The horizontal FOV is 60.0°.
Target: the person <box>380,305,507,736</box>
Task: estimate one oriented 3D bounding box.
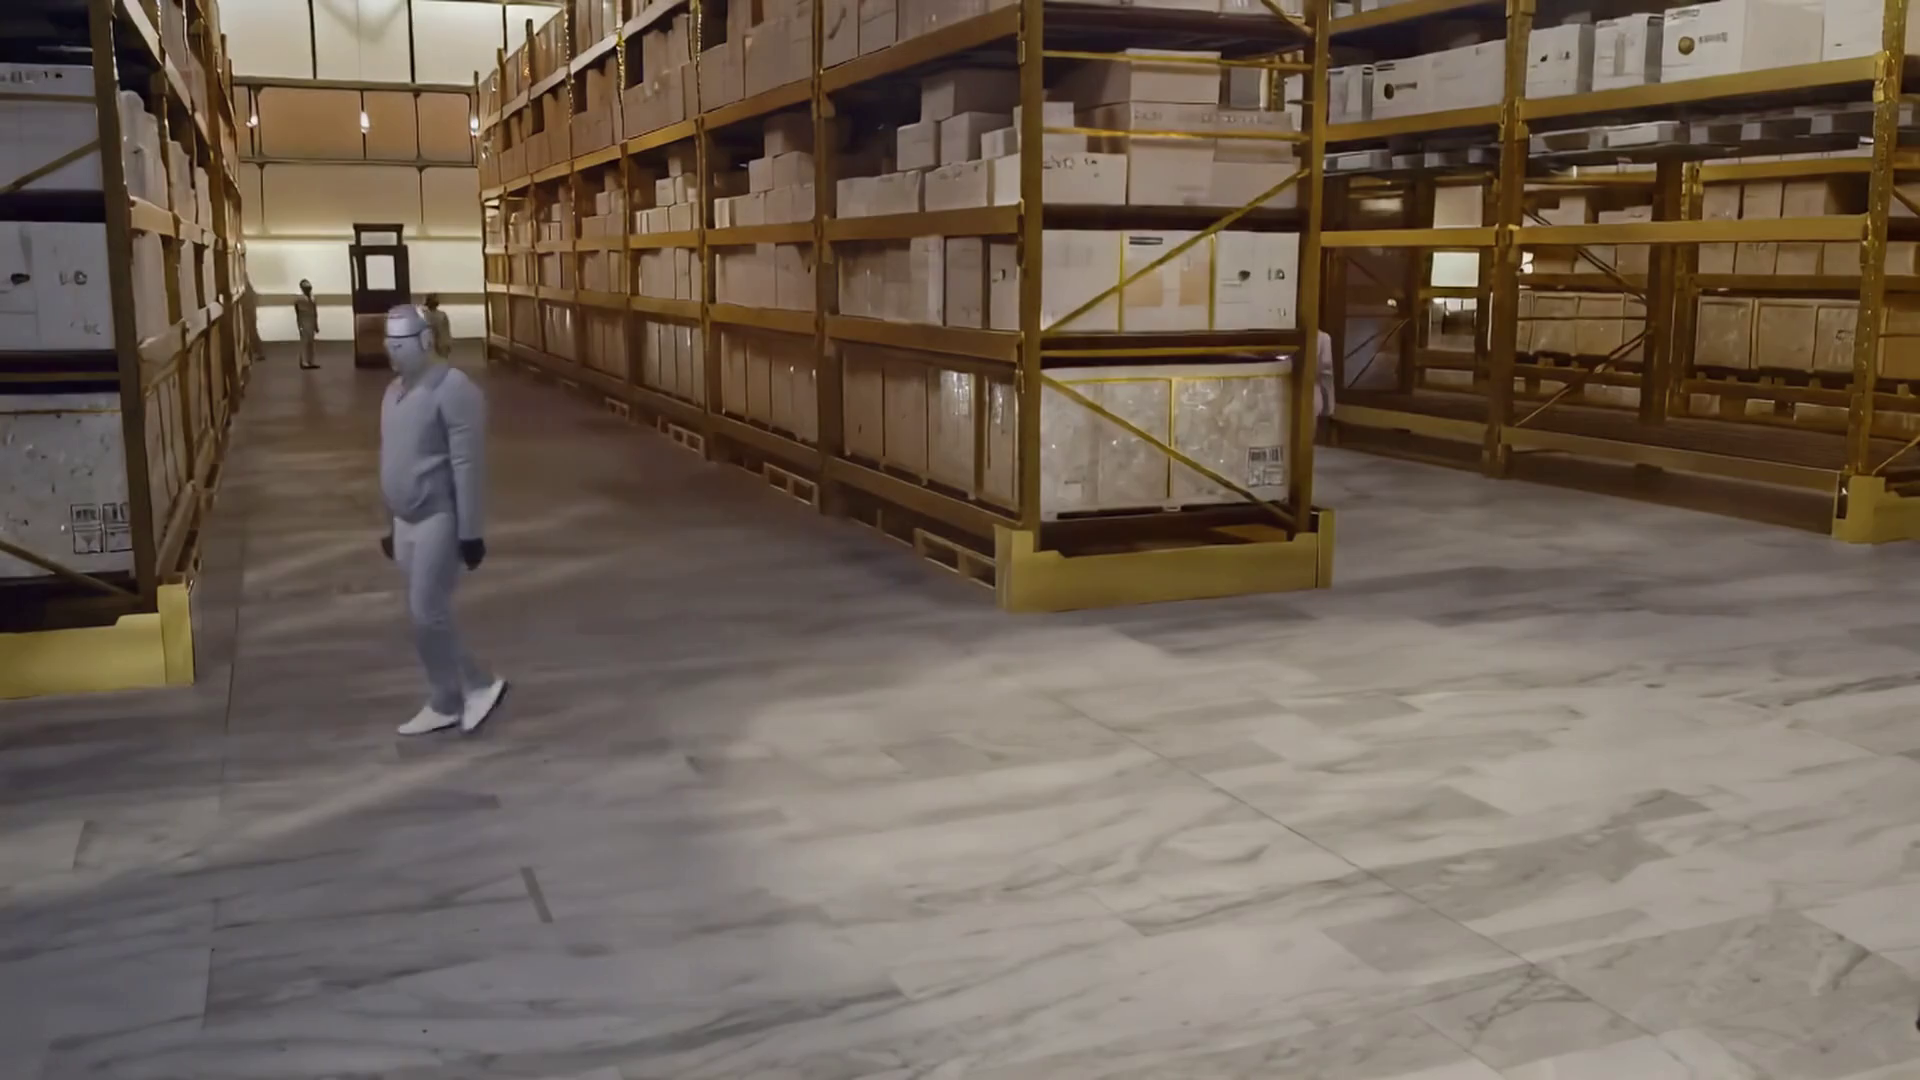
[{"bbox_3d":[-2.315,-0.067,7.219,0.668,1.891,0.414,9,13,42],"label":"person"}]

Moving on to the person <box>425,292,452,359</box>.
[{"bbox_3d":[-7.934,-2.921,25.088,0.545,1.621,0.395,-5,11,-25],"label":"person"}]

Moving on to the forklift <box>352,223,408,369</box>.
[{"bbox_3d":[-11.326,-4.795,32.582,1.129,2.768,1.873,-4,10,-22],"label":"forklift"}]

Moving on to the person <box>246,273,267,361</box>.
[{"bbox_3d":[-15.002,-4.647,34.714,0.938,1.862,0.678,-4,10,-22],"label":"person"}]

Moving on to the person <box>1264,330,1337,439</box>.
[{"bbox_3d":[2.690,-1.045,13.087,0.565,1.882,0.975,-2,10,-11],"label":"person"}]

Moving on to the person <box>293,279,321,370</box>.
[{"bbox_3d":[-12.656,-4.186,32.304,0.342,1.749,0.573,3,10,17],"label":"person"}]
